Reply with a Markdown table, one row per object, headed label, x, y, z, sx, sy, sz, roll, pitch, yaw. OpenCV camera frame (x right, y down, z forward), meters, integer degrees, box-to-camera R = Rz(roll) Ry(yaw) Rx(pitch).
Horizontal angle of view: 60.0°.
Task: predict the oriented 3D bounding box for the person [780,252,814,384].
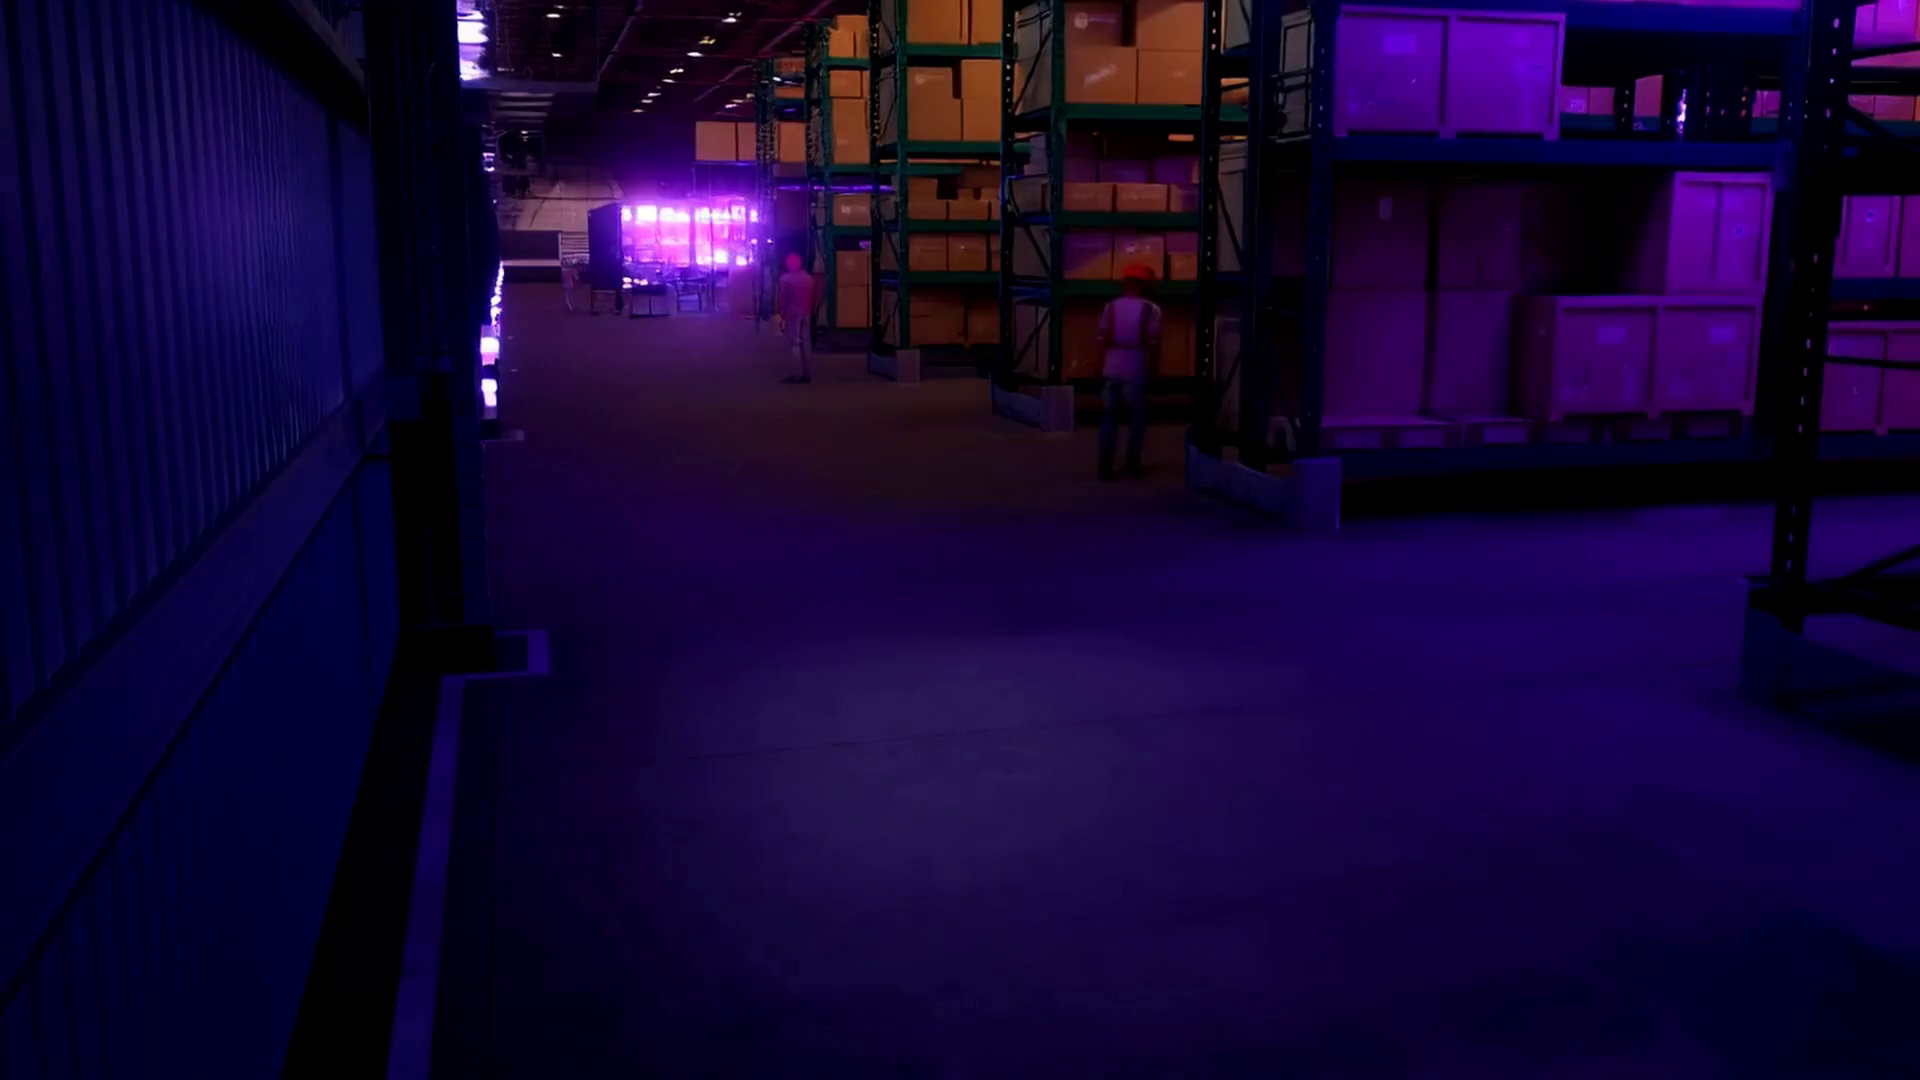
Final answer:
| label | x | y | z | sx | sy | sz | roll | pitch | yaw |
| --- | --- | --- | --- | --- | --- | --- | --- | --- | --- |
| person | -2.432 | -3.287 | 24.652 | 0.371 | 1.940 | 0.630 | 7 | 12 | 35 |

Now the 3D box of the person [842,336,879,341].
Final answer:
| label | x | y | z | sx | sy | sz | roll | pitch | yaw |
| --- | --- | --- | --- | --- | --- | --- | --- | --- | --- |
| person | -2.066 | -5.044 | 35.566 | 0.886 | 1.581 | 0.530 | 3 | 10 | 15 |

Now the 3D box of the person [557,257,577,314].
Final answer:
| label | x | y | z | sx | sy | sz | roll | pitch | yaw |
| --- | --- | --- | --- | --- | --- | --- | --- | --- | --- |
| person | -11.747 | -7.617 | 49.817 | 0.566 | 1.722 | 0.746 | -6 | 11 | -29 |

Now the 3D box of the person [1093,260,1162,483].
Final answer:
| label | x | y | z | sx | sy | sz | roll | pitch | yaw |
| --- | --- | --- | --- | --- | --- | --- | --- | --- | --- |
| person | 1.459 | -1.455 | 14.368 | 0.706 | 1.893 | 0.721 | 6 | 11 | 29 |
